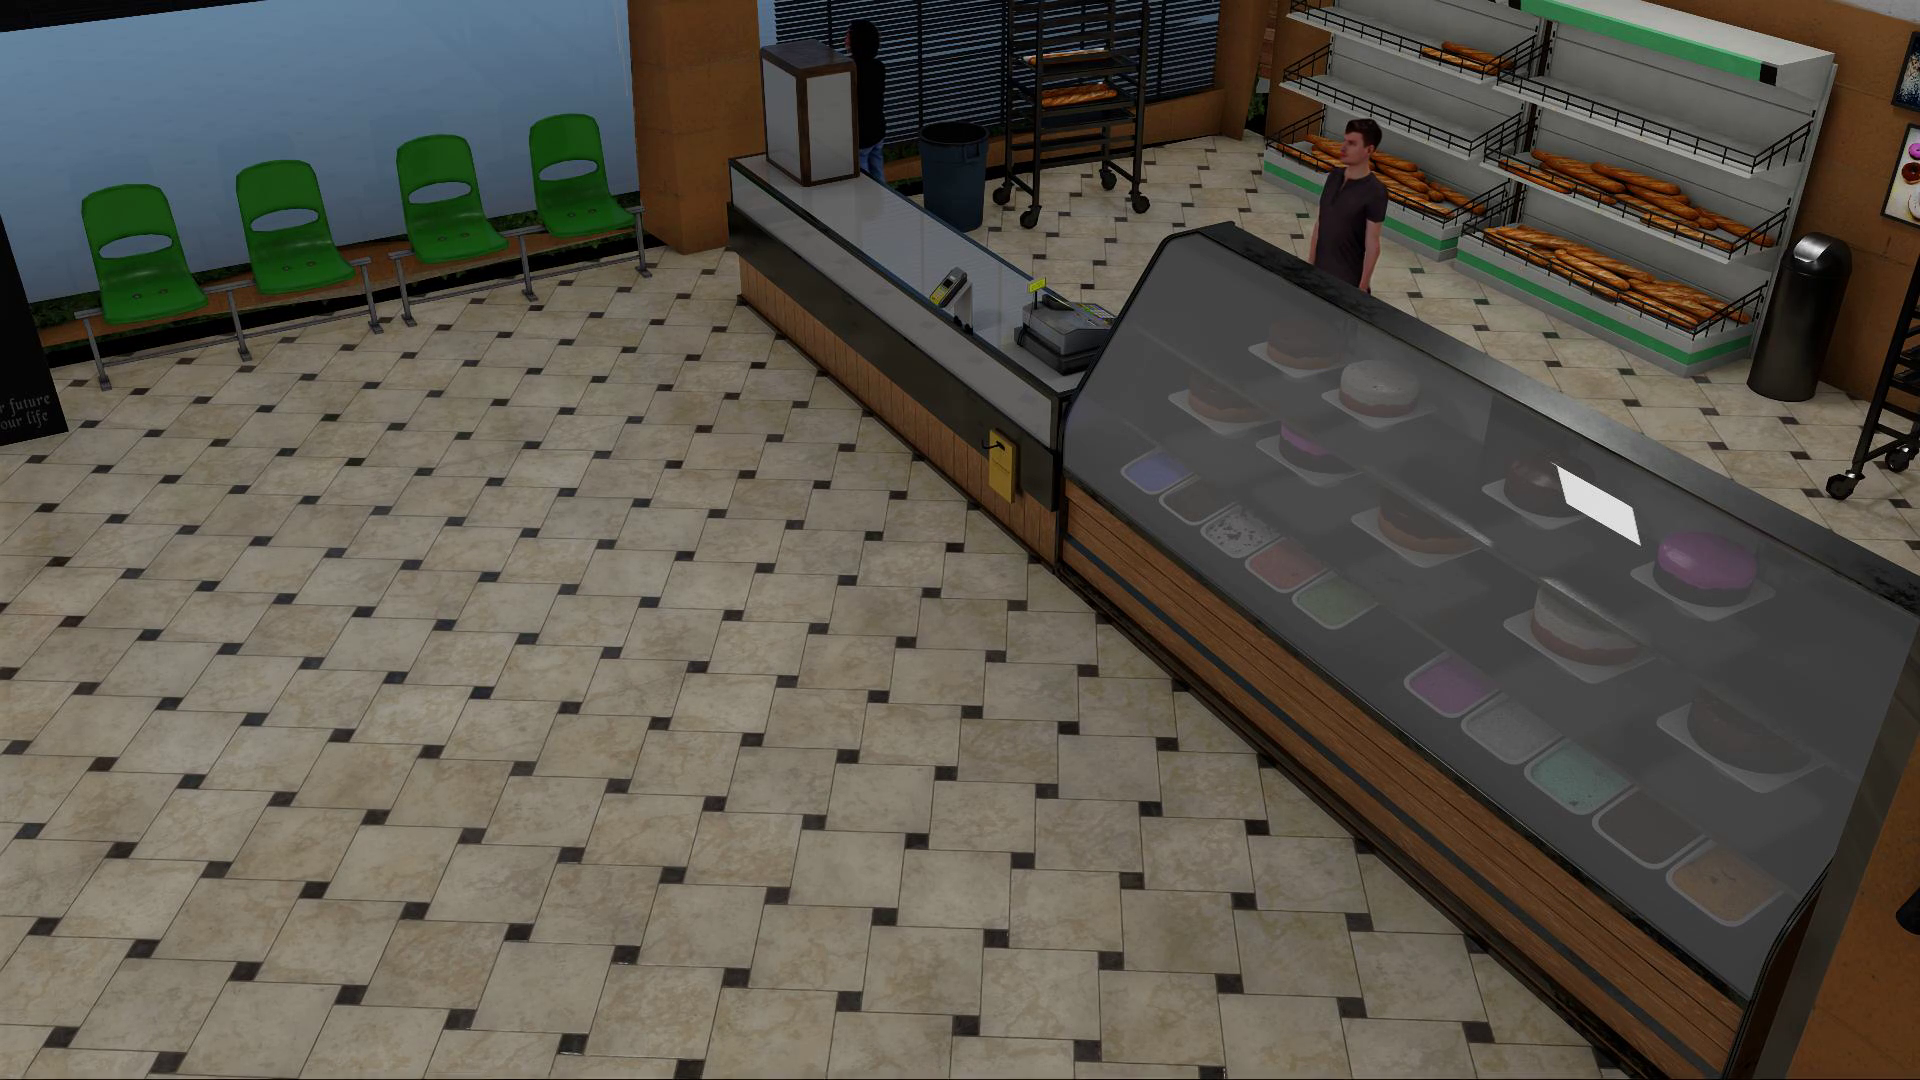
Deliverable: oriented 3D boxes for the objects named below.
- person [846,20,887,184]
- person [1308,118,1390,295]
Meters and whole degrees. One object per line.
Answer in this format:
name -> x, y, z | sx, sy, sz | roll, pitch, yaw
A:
person -> -0.664, -2.758, 11.567 | 0.718, 1.702, 0.621 | 17, 36, 25
person -> 2.144, -1.459, 9.336 | 0.524, 1.854, 0.633 | -17, 36, -25
